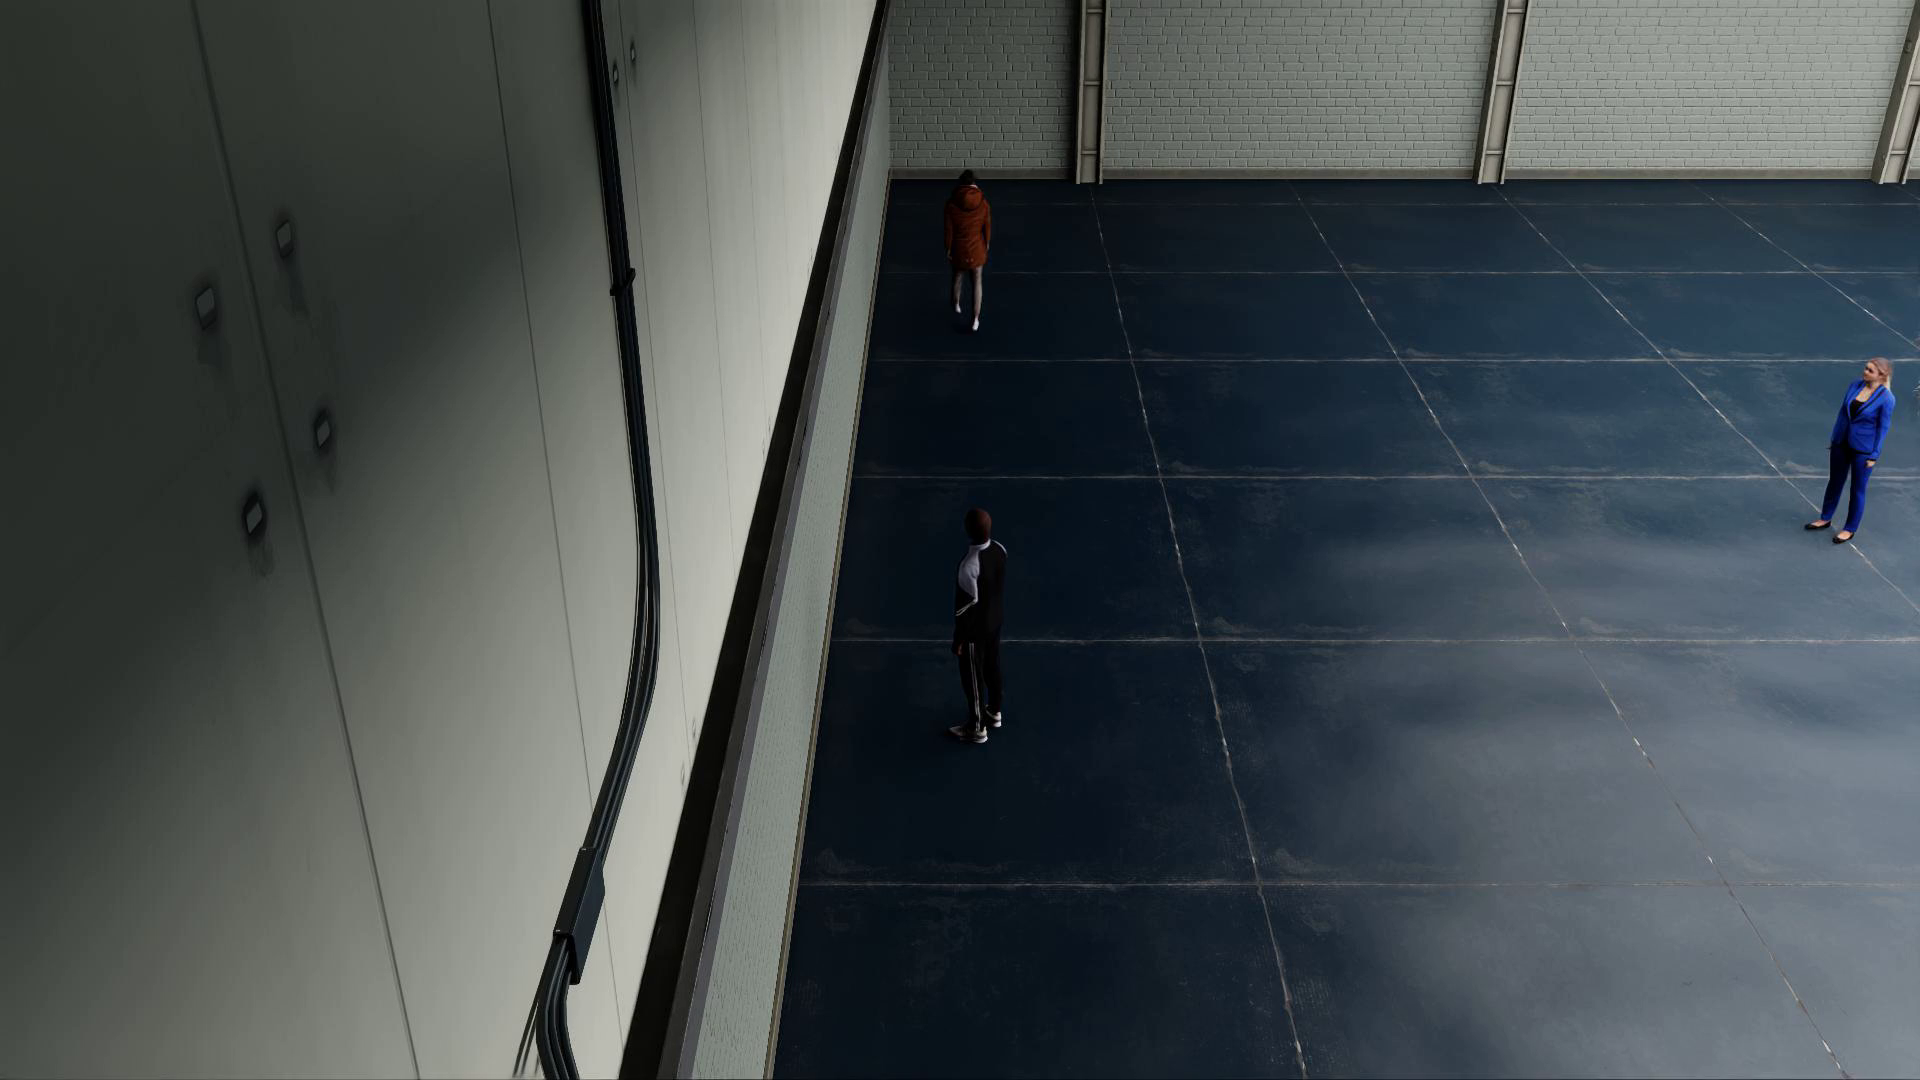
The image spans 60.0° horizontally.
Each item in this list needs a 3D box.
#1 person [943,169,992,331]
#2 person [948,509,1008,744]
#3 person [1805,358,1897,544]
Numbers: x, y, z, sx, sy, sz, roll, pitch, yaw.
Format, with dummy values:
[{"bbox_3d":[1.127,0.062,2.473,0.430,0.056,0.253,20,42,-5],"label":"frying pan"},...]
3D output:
[{"bbox_3d":[0.098,-3.287,19.116,1.047,1.787,0.821,-3,28,-5],"label":"person"},{"bbox_3d":[0.150,0.590,11.790,0.755,1.830,0.737,18,33,31],"label":"person"},{"bbox_3d":[7.846,-0.805,14.549,0.681,1.699,0.693,-12,30,-22],"label":"person"}]
